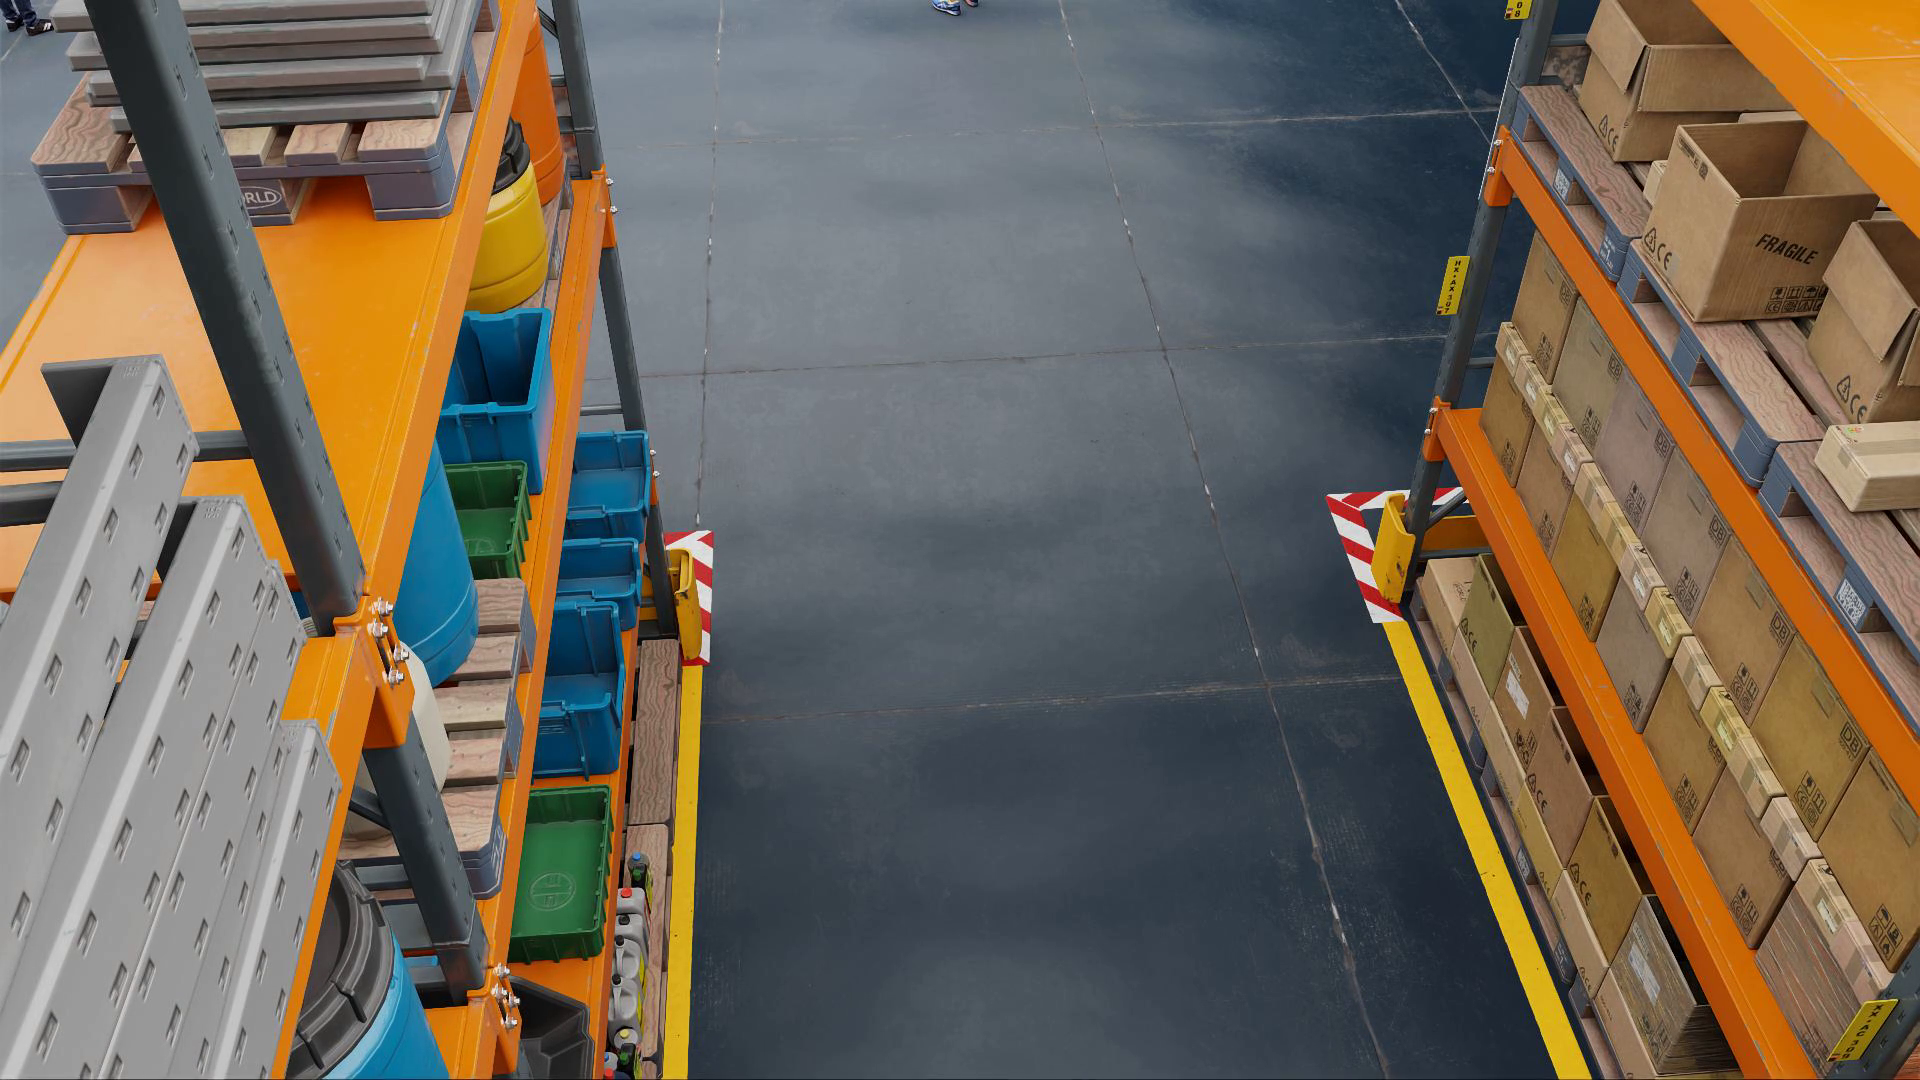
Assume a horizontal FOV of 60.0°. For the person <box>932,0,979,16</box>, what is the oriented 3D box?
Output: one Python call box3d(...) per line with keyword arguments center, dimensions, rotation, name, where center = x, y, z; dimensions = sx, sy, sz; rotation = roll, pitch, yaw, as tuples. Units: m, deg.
box3d(center=(-0.011, -5.417, 14.100), dimensions=(0.707, 1.869, 0.744), rotation=(-31, 51, -30), name="person")
